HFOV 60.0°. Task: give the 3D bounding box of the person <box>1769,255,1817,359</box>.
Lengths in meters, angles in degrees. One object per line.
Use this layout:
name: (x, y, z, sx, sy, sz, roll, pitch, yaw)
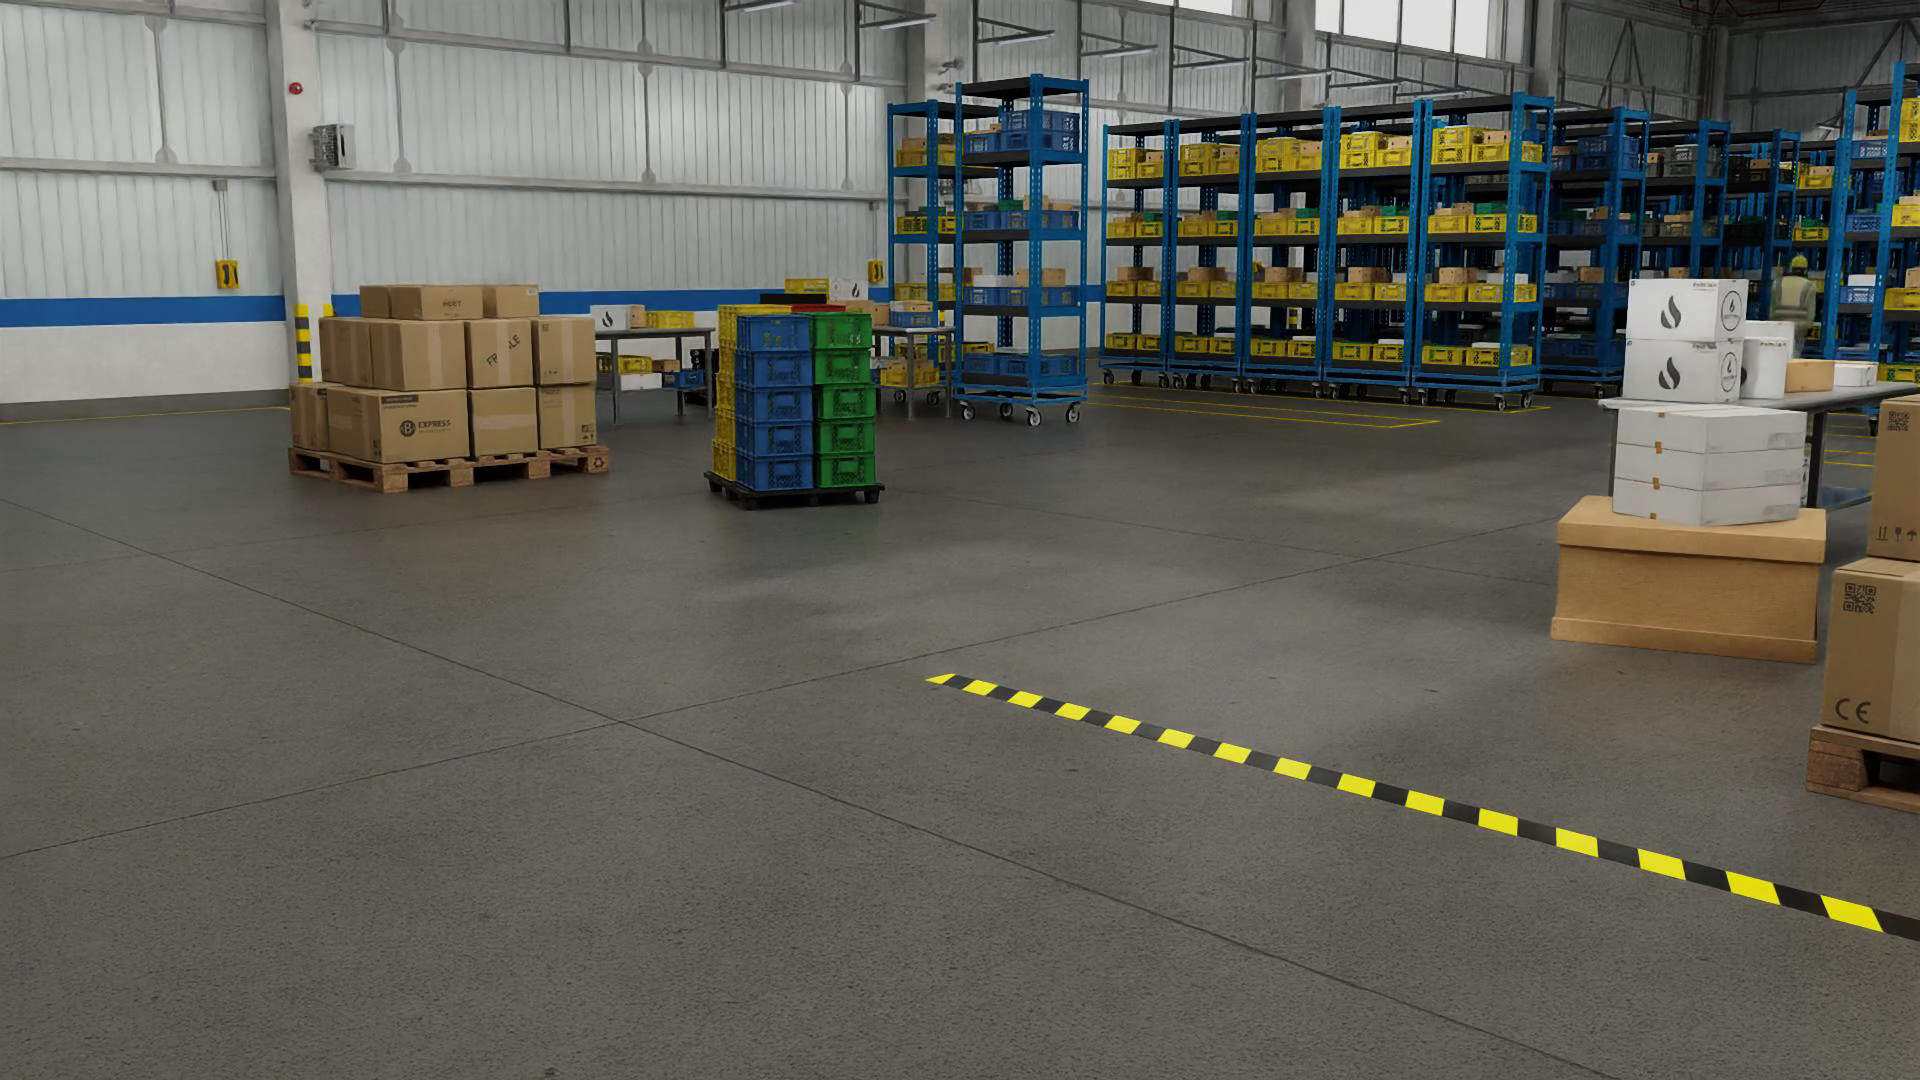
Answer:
person: (11.421, -3.001, 22.846, 0.615, 1.817, 0.552, 8, 12, 39)
